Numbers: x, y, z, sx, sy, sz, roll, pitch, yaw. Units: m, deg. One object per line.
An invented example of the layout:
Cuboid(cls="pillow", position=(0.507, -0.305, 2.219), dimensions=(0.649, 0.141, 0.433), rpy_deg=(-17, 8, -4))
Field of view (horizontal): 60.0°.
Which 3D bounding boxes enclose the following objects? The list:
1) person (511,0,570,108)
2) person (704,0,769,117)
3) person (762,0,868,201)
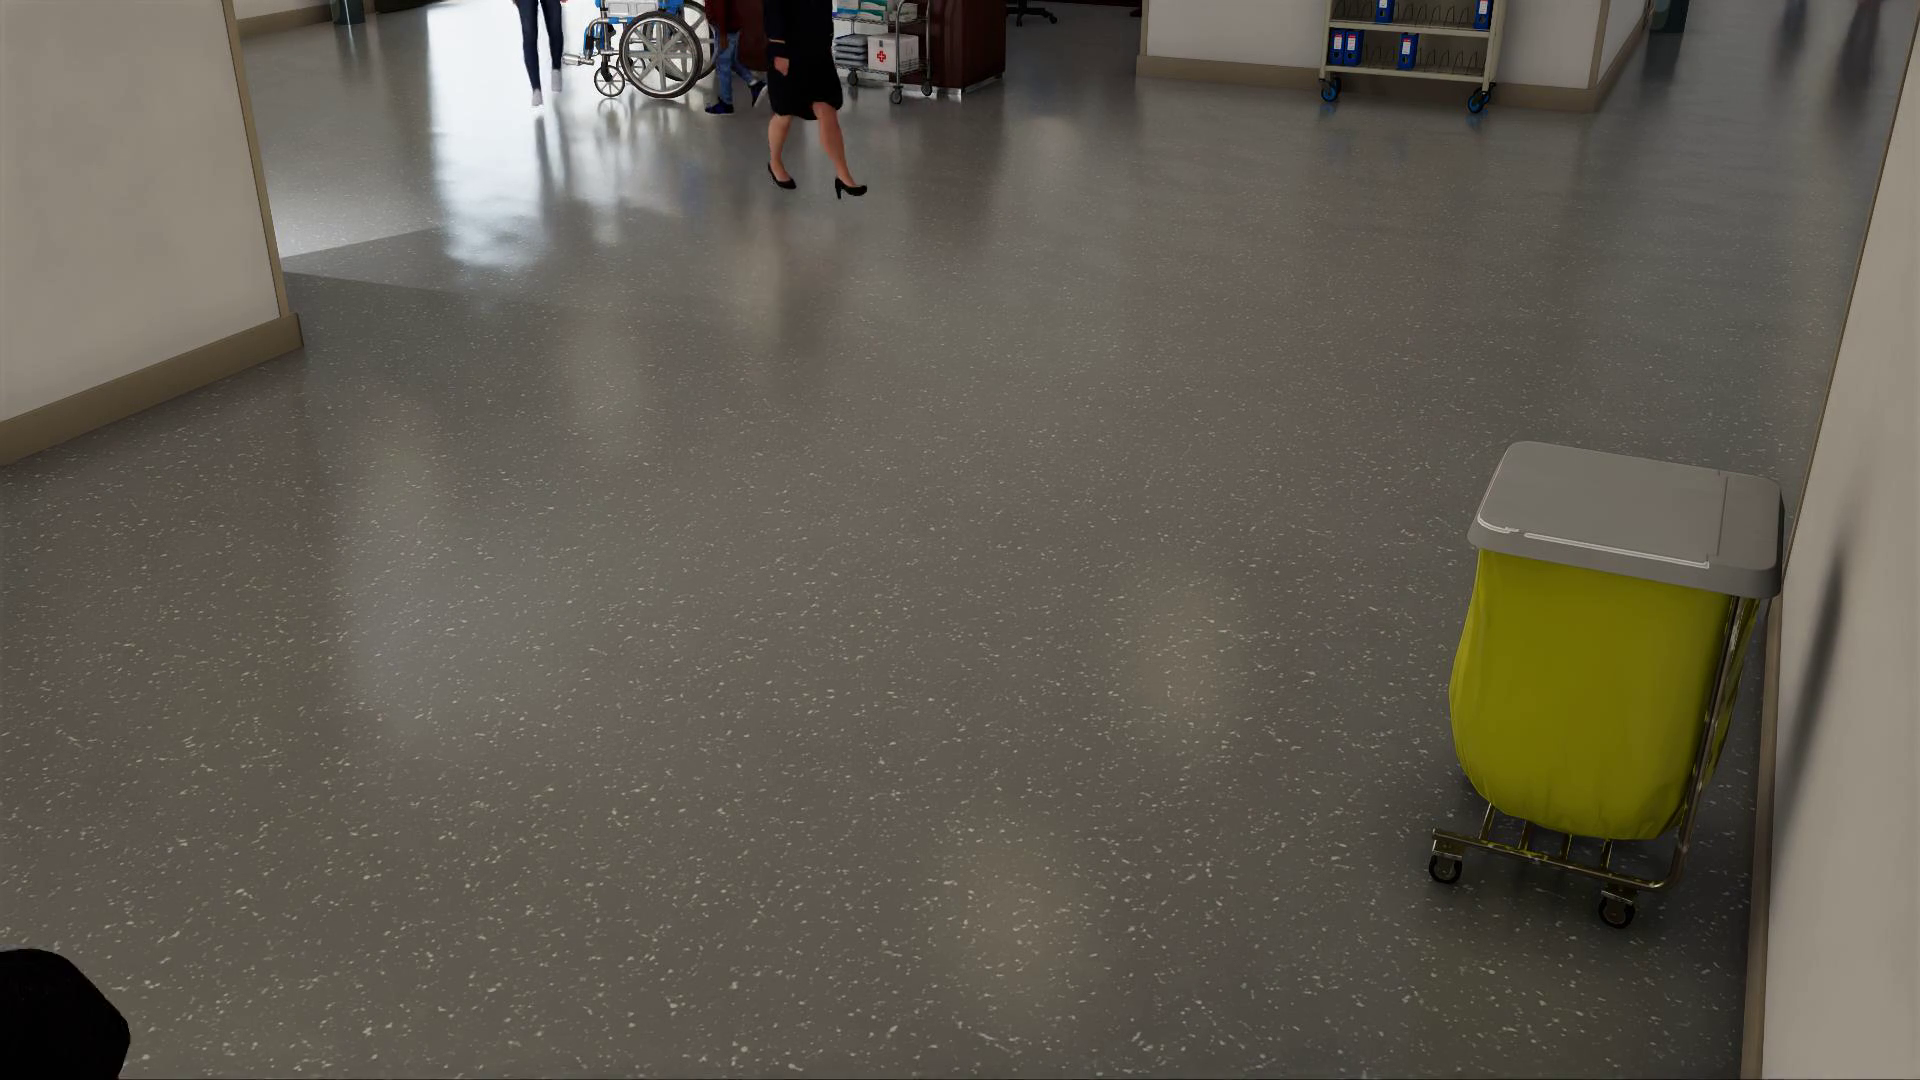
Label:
Cuboid(cls="person", position=(-3.094, -4.095, 12.233), dimensions=(1.163, 1.693, 1.122), rpy_deg=(-5, 26, -10))
Cuboid(cls="person", position=(-1.604, -3.658, 11.842), dimensions=(0.745, 1.245, 0.618), rpy_deg=(3, 26, 6))
Cuboid(cls="person", position=(-0.966, -2.769, 9.566), dimensions=(0.974, 1.622, 1.188), rpy_deg=(-22, 33, -38))
